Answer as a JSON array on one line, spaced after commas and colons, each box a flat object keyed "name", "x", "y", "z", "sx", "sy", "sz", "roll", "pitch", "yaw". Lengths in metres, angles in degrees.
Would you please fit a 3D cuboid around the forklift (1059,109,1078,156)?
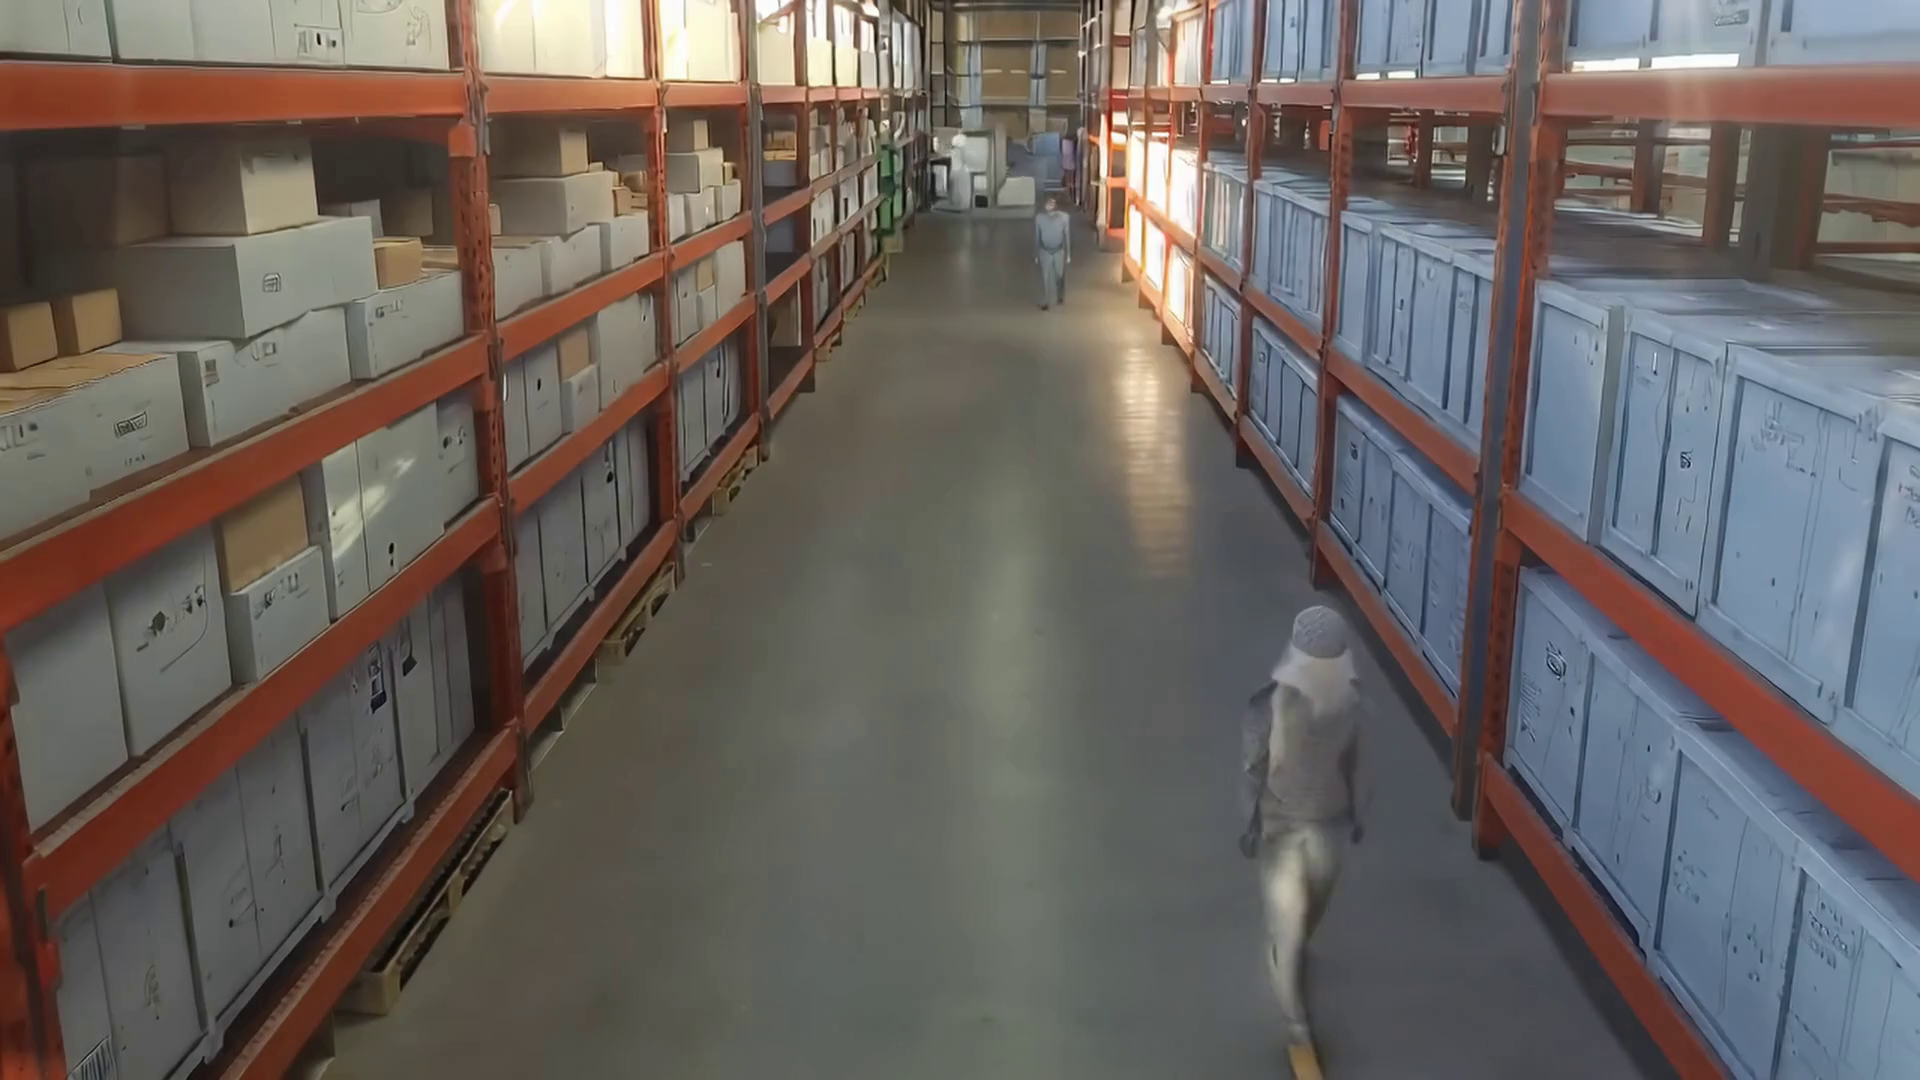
[{"name": "forklift", "x": 4.697, "y": -16.888, "z": 70.628, "sx": 1.873, "sy": 2.768, "sz": 1.129, "roll": -9, "pitch": 17, "yaw": -30}]

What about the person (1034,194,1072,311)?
[{"name": "person", "x": 1.538, "y": -4.747, "z": 27.352, "sx": 0.641, "sy": 1.882, "sz": 0.809, "roll": 3, "pitch": 15, "yaw": 12}]

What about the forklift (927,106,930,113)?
[{"name": "forklift", "x": -2.001, "y": -20.667, "z": 84.687, "sx": 1.129, "sy": 2.768, "sz": 1.873, "roll": 0, "pitch": 15, "yaw": 2}]

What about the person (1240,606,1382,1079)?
[{"name": "person", "x": 1.288, "y": 1.035, "z": 6.179, "sx": 0.500, "sy": 1.701, "sz": 0.883, "roll": -1, "pitch": 15, "yaw": -5}]

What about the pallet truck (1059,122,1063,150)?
[{"name": "pallet truck", "x": 5.788, "y": -21.111, "z": 88.014, "sx": 1.885, "sy": 1.965, "sz": 0.823, "roll": 5, "pitch": 16, "yaw": 18}]

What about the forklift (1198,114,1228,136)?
[{"name": "forklift", "x": 7.895, "y": -11.947, "z": 52.241, "sx": 1.129, "sy": 2.768, "sz": 1.873, "roll": 0, "pitch": 15, "yaw": 1}]

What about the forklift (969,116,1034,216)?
[{"name": "forklift", "x": 1.197, "y": -10.742, "z": 47.760, "sx": 1.873, "sy": 2.768, "sz": 1.129, "roll": 0, "pitch": 15, "yaw": 2}]

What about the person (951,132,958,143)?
[{"name": "person", "x": -0.098, "y": -15.914, "z": 68.857, "sx": 0.936, "sy": 1.894, "sz": 0.660, "roll": -1, "pitch": 15, "yaw": -5}]
